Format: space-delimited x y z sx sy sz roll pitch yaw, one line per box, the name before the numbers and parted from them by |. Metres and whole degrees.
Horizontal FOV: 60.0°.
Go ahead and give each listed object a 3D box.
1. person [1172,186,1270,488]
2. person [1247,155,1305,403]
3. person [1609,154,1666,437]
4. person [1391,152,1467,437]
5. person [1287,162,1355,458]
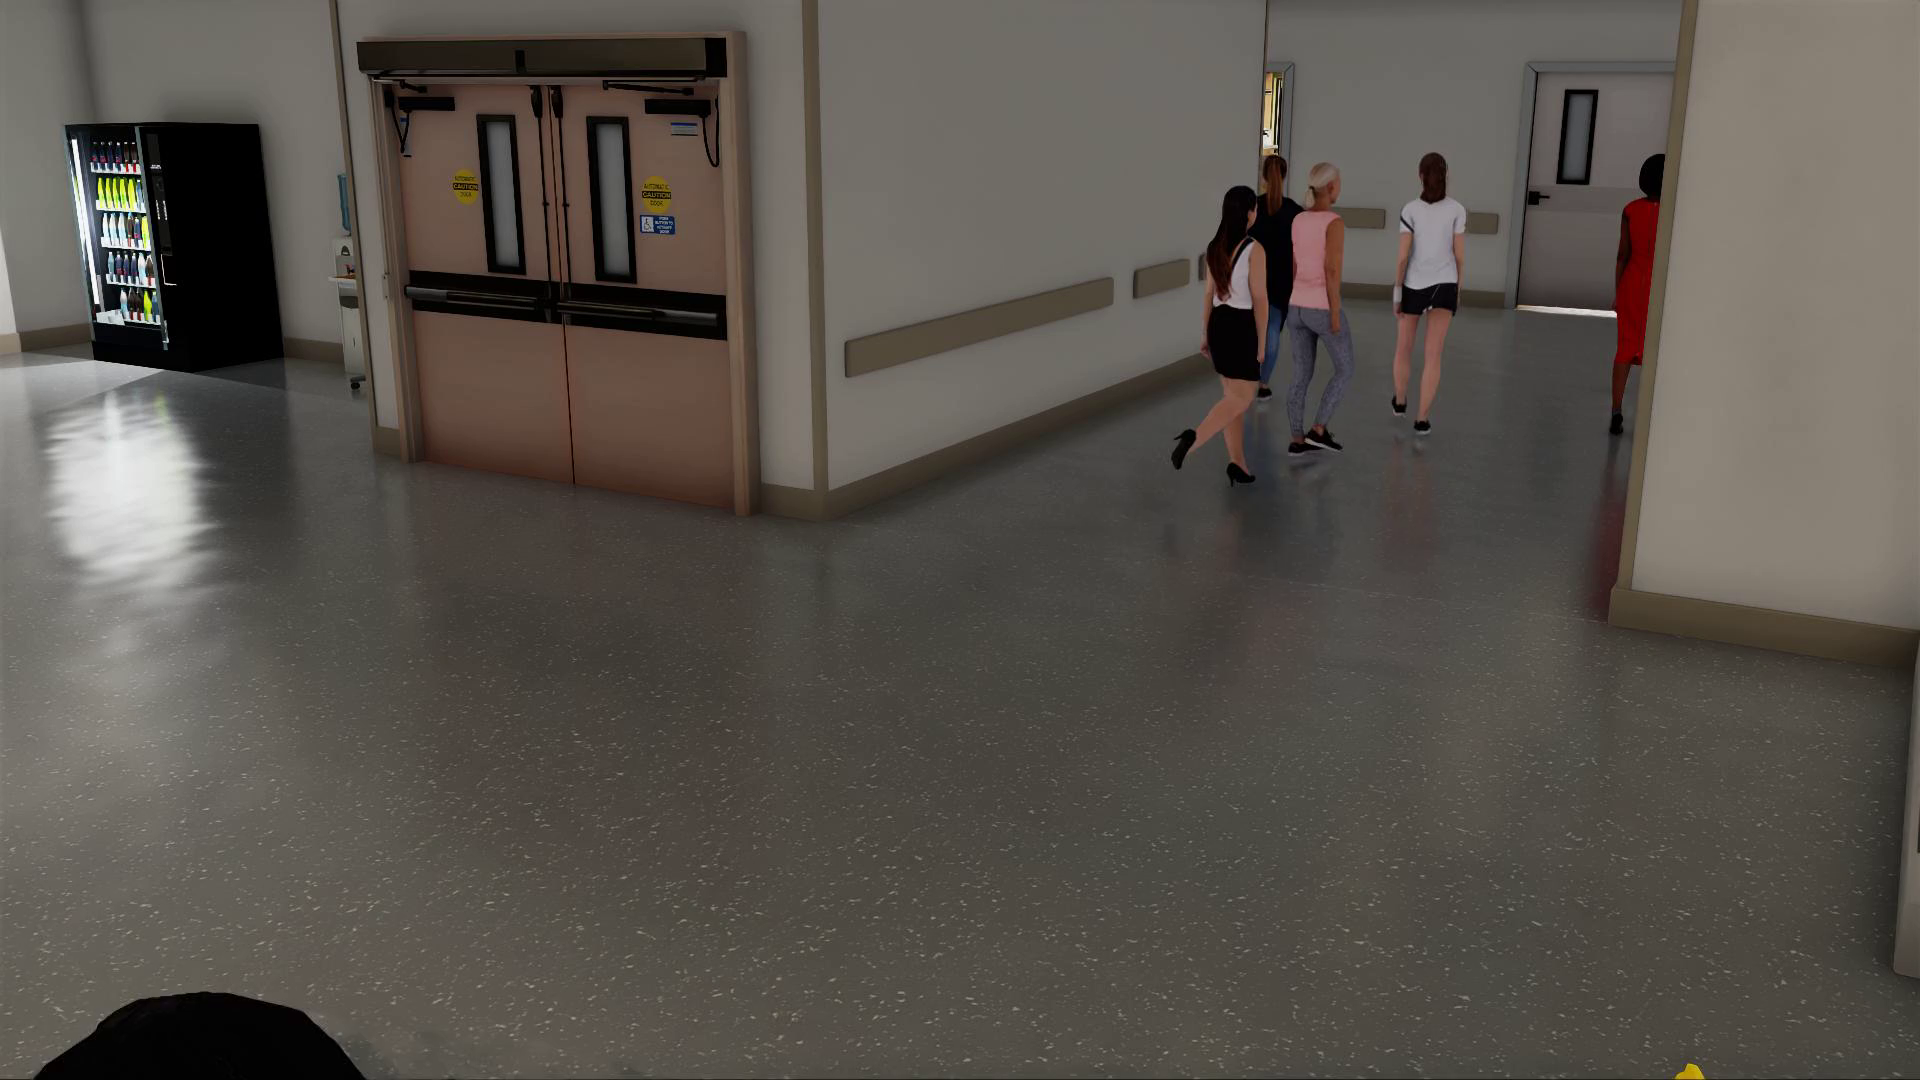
person | 1.414 -1.042 8.884 0.814 1.633 0.961 -15 22 -42
person | 2.107 -1.773 11.433 0.840 1.657 0.790 6 17 19
person | 4.274 -1.512 10.347 0.442 1.744 0.643 10 19 32
person | 2.907 -1.493 10.335 1.027 1.714 0.847 4 16 13
person | 2.022 -1.320 9.711 0.710 1.720 0.621 -11 19 -34
